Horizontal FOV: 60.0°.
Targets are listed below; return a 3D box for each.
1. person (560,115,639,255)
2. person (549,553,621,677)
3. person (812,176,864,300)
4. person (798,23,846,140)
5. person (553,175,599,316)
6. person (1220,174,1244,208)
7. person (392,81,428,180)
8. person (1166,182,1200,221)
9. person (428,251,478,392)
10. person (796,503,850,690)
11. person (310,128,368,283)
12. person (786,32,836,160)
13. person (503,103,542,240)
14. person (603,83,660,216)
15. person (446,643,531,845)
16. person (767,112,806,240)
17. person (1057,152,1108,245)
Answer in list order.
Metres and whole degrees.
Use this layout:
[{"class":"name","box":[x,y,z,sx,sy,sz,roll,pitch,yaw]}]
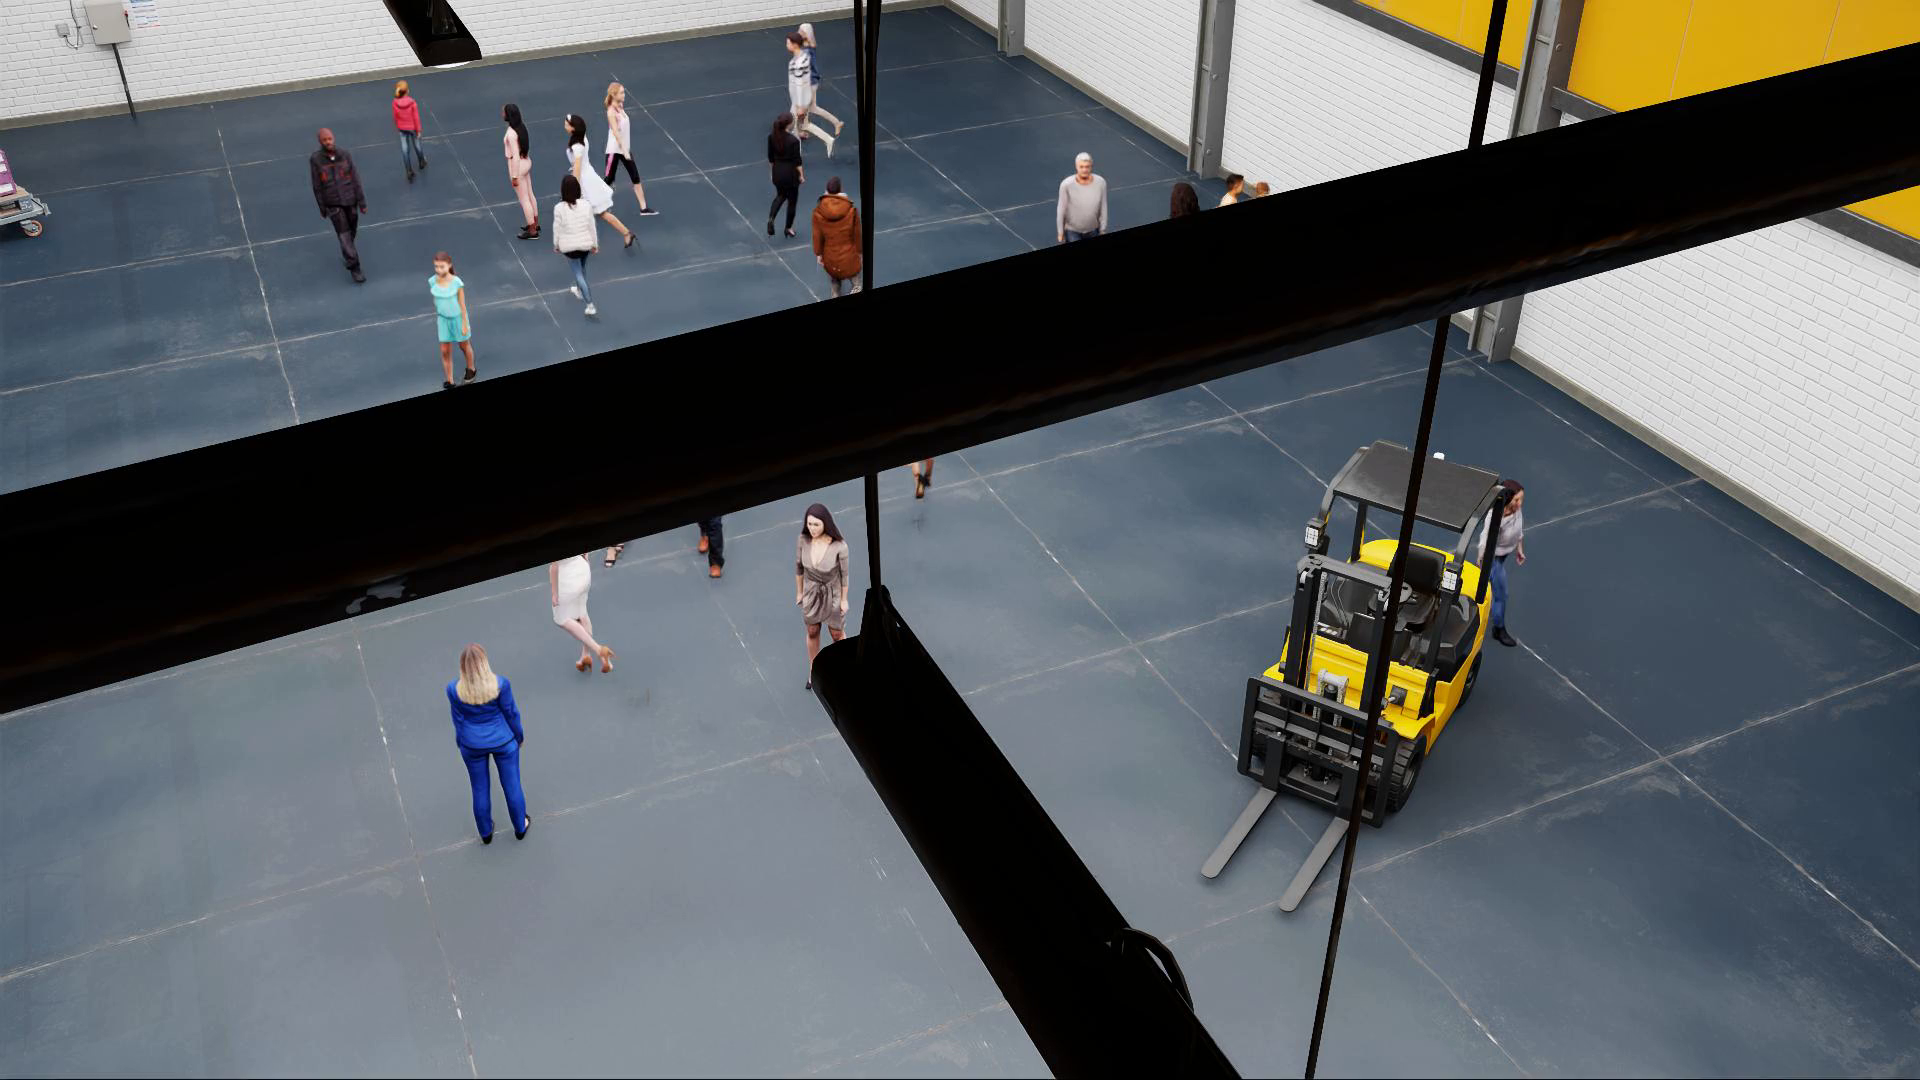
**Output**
[{"class":"person","box":[-4.465,-4.278,20.280,0.943,1.769,1.206,-5,34,-7]},{"class":"person","box":[-3.011,0.400,13.230,0.891,1.782,0.800,19,38,26]},{"class":"person","box":[-1.332,-3.124,18.487,0.920,1.830,0.998,4,34,6]},{"class":"person","box":[-2.060,-6.493,23.694,0.926,1.677,1.040,0,34,-1]},{"class":"person","box":[-4.368,-3.340,19.018,0.729,1.603,1.122,-20,38,-27]},{"class":"person","box":[3.101,-3.604,19.552,0.766,1.450,0.720,9,35,13]},{"class":"person","box":[-7.532,-5.555,22.636,0.722,1.287,0.964,-2,34,-3]},{"class":"person","box":[2.548,-3.231,18.873,0.740,1.581,1.146,-22,39,-29]},{"class":"person","box":[-5.333,-2.359,17.605,0.835,1.534,0.952,6,34,8]},{"class":"person","box":[-1.084,0.454,13.180,0.660,1.747,0.700,8,34,12]},{"class":"person","box":[-7.453,-4.089,19.953,0.826,1.815,1.223,-21,39,-28]},{"class":"person","box":[-2.109,-6.047,22.888,1.070,1.827,1.093,3,34,5]},{"class":"person","box":[-5.510,-4.632,20.856,0.757,1.720,0.620,1,34,1]},{"class":"person","box":[-4.478,-4.968,21.338,1.132,1.747,1.135,8,34,12]},{"class":"person","box":[-3.322,1.439,11.741,0.670,1.700,0.625,-6,34,-9]},{"class":"person","box":[-2.212,-4.476,20.692,0.813,1.642,0.863,15,36,21]},{"class":"person","box":[1.396,-3.593,19.135,0.842,1.895,0.798,-3,34,-4]}]
